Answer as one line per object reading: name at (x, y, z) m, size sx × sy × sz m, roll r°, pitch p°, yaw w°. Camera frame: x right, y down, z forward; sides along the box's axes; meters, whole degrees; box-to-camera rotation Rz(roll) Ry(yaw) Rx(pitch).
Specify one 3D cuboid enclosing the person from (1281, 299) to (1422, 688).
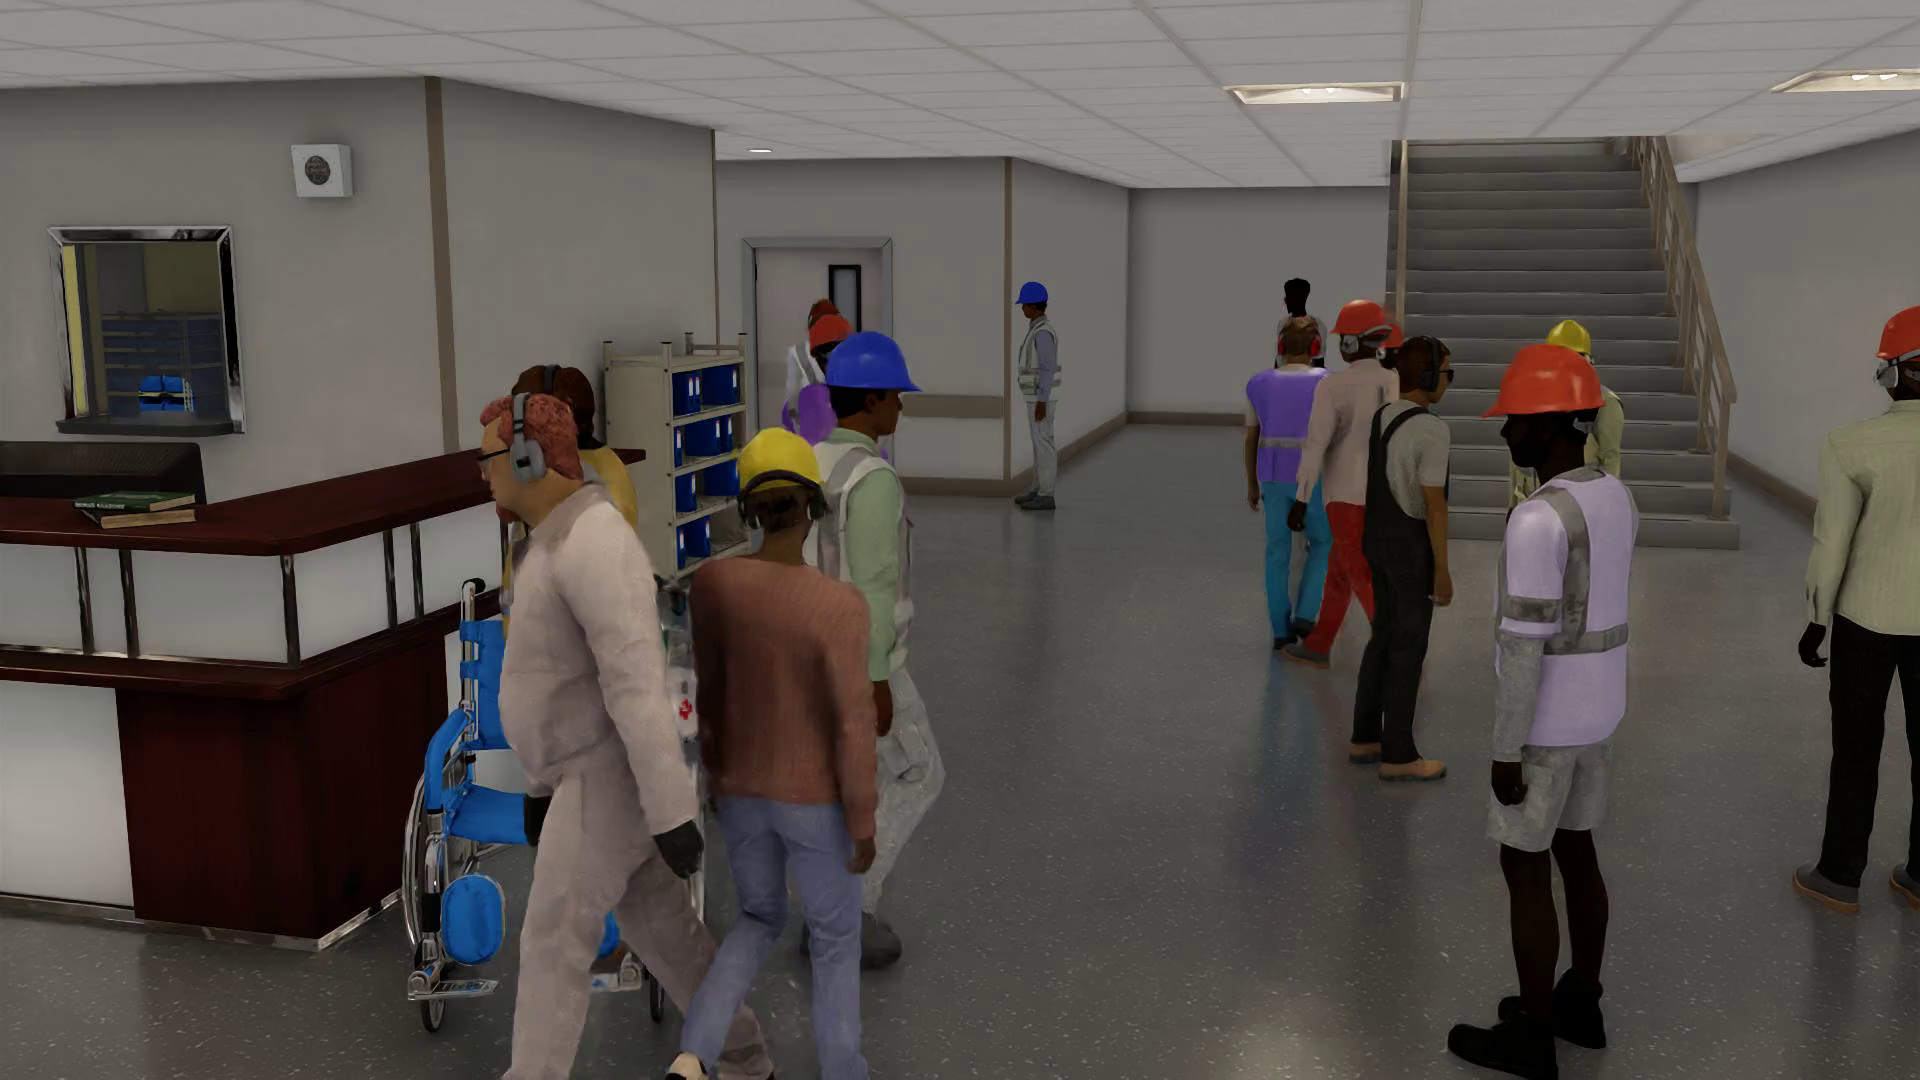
person at (1.996, -0.223, 8.316) m, size 0.615 × 1.954 × 1.017 m, roll -7°, pitch 12°, yaw -35°

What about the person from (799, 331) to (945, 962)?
person at (-0.308, 0.342, 5.023) m, size 0.448 × 1.924 × 0.634 m, roll -4°, pitch 11°, yaw -24°

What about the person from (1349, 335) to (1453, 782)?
person at (1.835, 0.082, 6.850) m, size 0.345 × 1.837 × 0.505 m, roll -2°, pitch 10°, yaw -14°

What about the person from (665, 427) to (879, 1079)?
person at (-0.450, 0.613, 3.938) m, size 0.553 × 1.748 × 0.549 m, roll 5°, pitch 11°, yaw 29°

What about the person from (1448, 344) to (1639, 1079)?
person at (1.532, 0.454, 4.382) m, size 0.550 × 1.928 × 0.389 m, roll -9°, pitch 13°, yaw -44°

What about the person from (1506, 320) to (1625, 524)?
person at (3.033, -0.194, 8.461) m, size 0.404 × 1.834 × 0.599 m, roll -7°, pitch 12°, yaw -36°

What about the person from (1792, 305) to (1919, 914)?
person at (3.059, 0.241, 5.425) m, size 0.612 × 1.995 × 0.376 m, roll 0°, pitch 10°, yaw 3°

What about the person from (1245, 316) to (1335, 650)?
person at (1.847, -0.305, 9.119) m, size 0.605 × 1.828 × 0.490 m, roll 5°, pitch 11°, yaw 26°

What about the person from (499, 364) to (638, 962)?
person at (-1.183, 0.379, 5.112) m, size 0.431 × 1.835 × 0.647 m, roll 0°, pitch 10°, yaw 1°

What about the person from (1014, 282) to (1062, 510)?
person at (0.666, -1.225, 14.211) m, size 0.402 × 1.943 × 0.605 m, roll -1°, pitch 10°, yaw -3°

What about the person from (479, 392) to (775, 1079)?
person at (-0.834, 0.573, 3.947) m, size 0.842 × 1.845 × 0.667 m, roll -2°, pitch 10°, yaw -11°

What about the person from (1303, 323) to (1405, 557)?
person at (2.770, -0.612, 11.264) m, size 0.871 × 1.718 × 0.554 m, roll 9°, pitch 13°, yaw 42°

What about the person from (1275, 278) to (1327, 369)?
person at (3.102, -1.432, 15.364) m, size 0.363 × 1.965 × 0.610 m, roll -6°, pitch 11°, yaw -32°

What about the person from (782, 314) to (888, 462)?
person at (-0.558, -0.084, 7.664) m, size 0.591 × 1.885 × 0.596 m, roll 5°, pitch 11°, yaw 25°
